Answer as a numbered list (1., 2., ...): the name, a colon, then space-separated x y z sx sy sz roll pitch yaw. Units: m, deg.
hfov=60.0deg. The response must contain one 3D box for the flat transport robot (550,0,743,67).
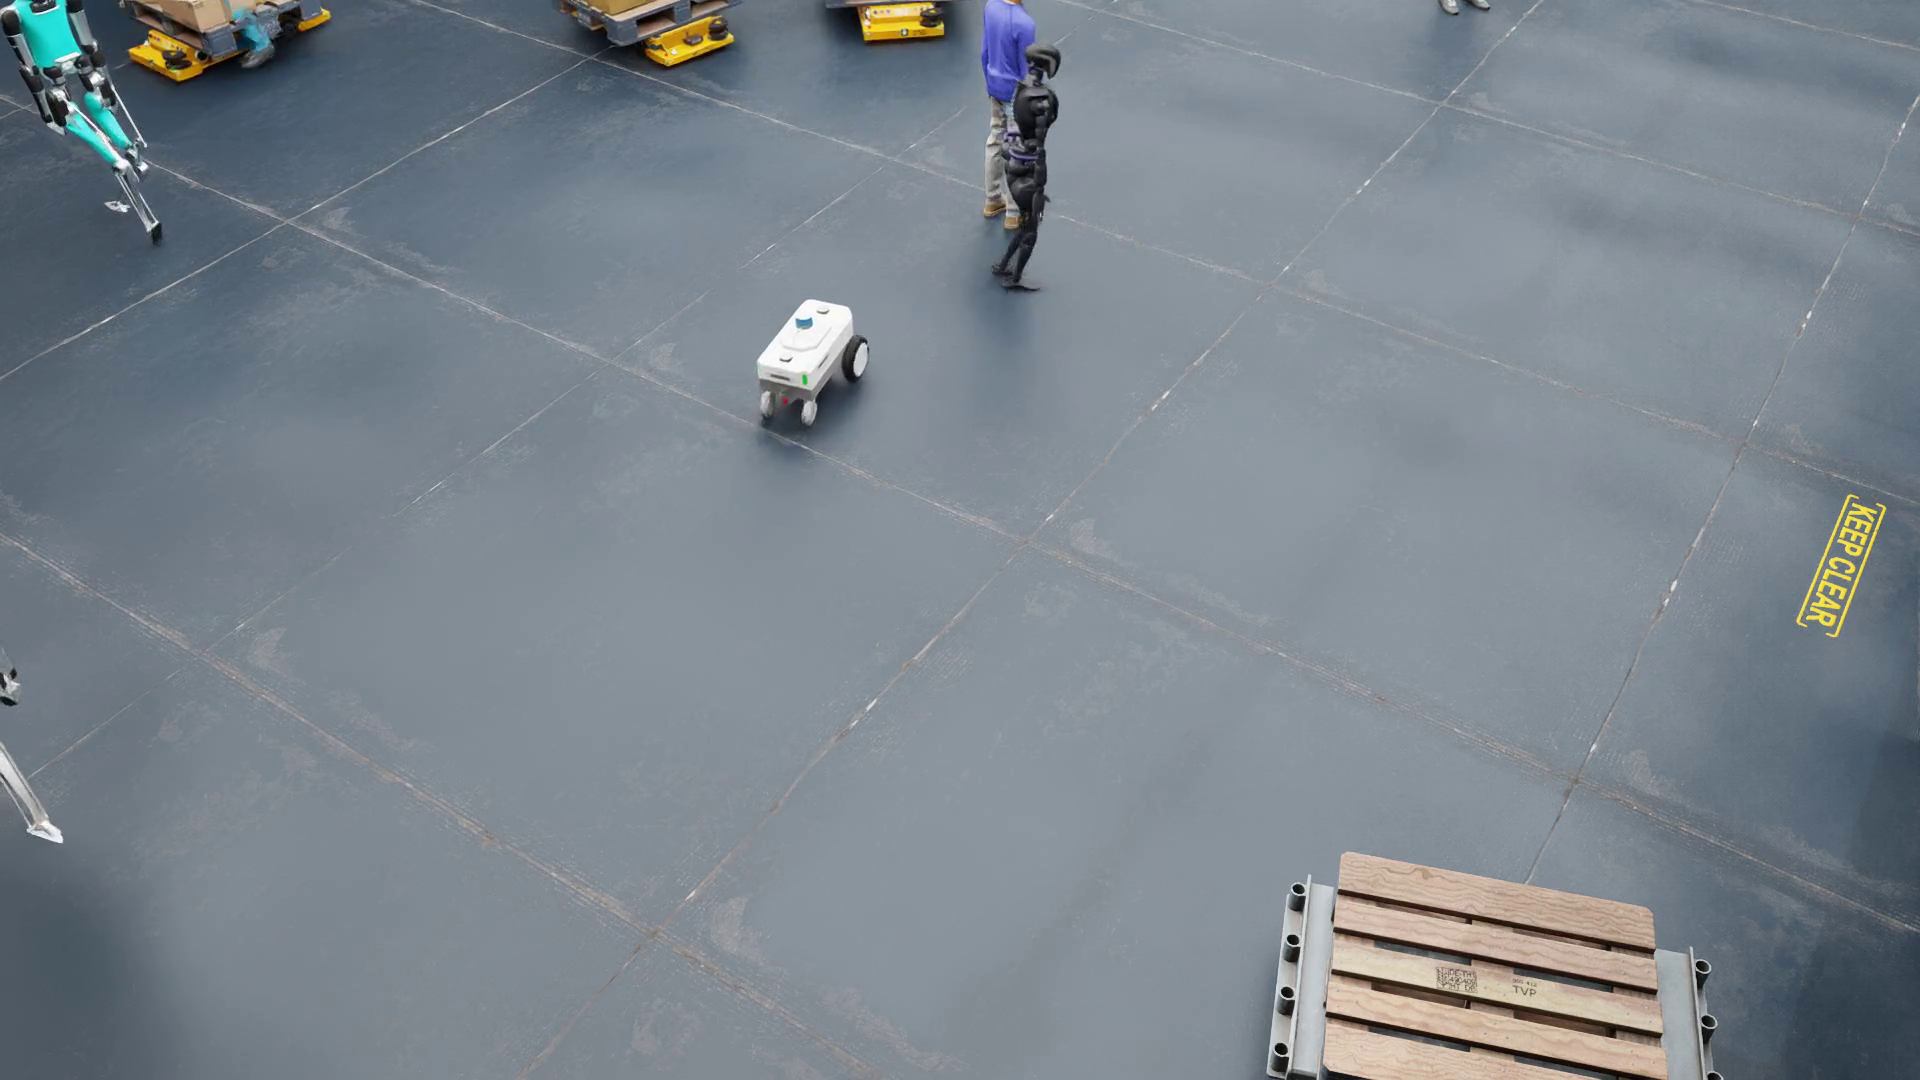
1. flat transport robot: -2.540 -4.252 13.538 0.659 0.231 1.431 -32 51 -31

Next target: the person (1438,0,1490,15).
1. person: 4.241 -5.189 13.350 0.538 1.924 0.474 -12 43 -14

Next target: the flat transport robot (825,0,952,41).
1. flat transport robot: -0.559 -4.577 13.901 0.659 0.231 1.431 -6 42 -7

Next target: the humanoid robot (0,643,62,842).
1. humanoid robot: -4.416 0.622 6.994 0.945 1.776 0.547 16 44 17

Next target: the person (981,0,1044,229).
1. person: 0.348 -2.925 10.851 0.345 1.871 0.470 -27 48 -27

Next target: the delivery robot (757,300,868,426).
1. delivery robot: -0.902 -1.082 9.765 0.499 0.580 0.756 14 44 15

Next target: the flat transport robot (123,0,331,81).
1. flat transport robot: -5.869 -4.109 13.377 0.659 0.231 1.431 27 48 27

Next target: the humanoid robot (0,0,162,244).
1. humanoid robot: -5.562 -2.762 10.786 0.954 1.777 0.536 27 49 27

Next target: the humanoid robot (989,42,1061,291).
1. humanoid robot: 0.396 -2.291 10.309 0.412 1.657 0.603 -7 42 -8

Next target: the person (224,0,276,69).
1. person: -5.583 -4.446 12.585 0.484 1.824 0.593 -25 47 -25

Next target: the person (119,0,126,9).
1. person: -6.812 -5.112 13.391 0.490 1.743 0.302 23 46 23
